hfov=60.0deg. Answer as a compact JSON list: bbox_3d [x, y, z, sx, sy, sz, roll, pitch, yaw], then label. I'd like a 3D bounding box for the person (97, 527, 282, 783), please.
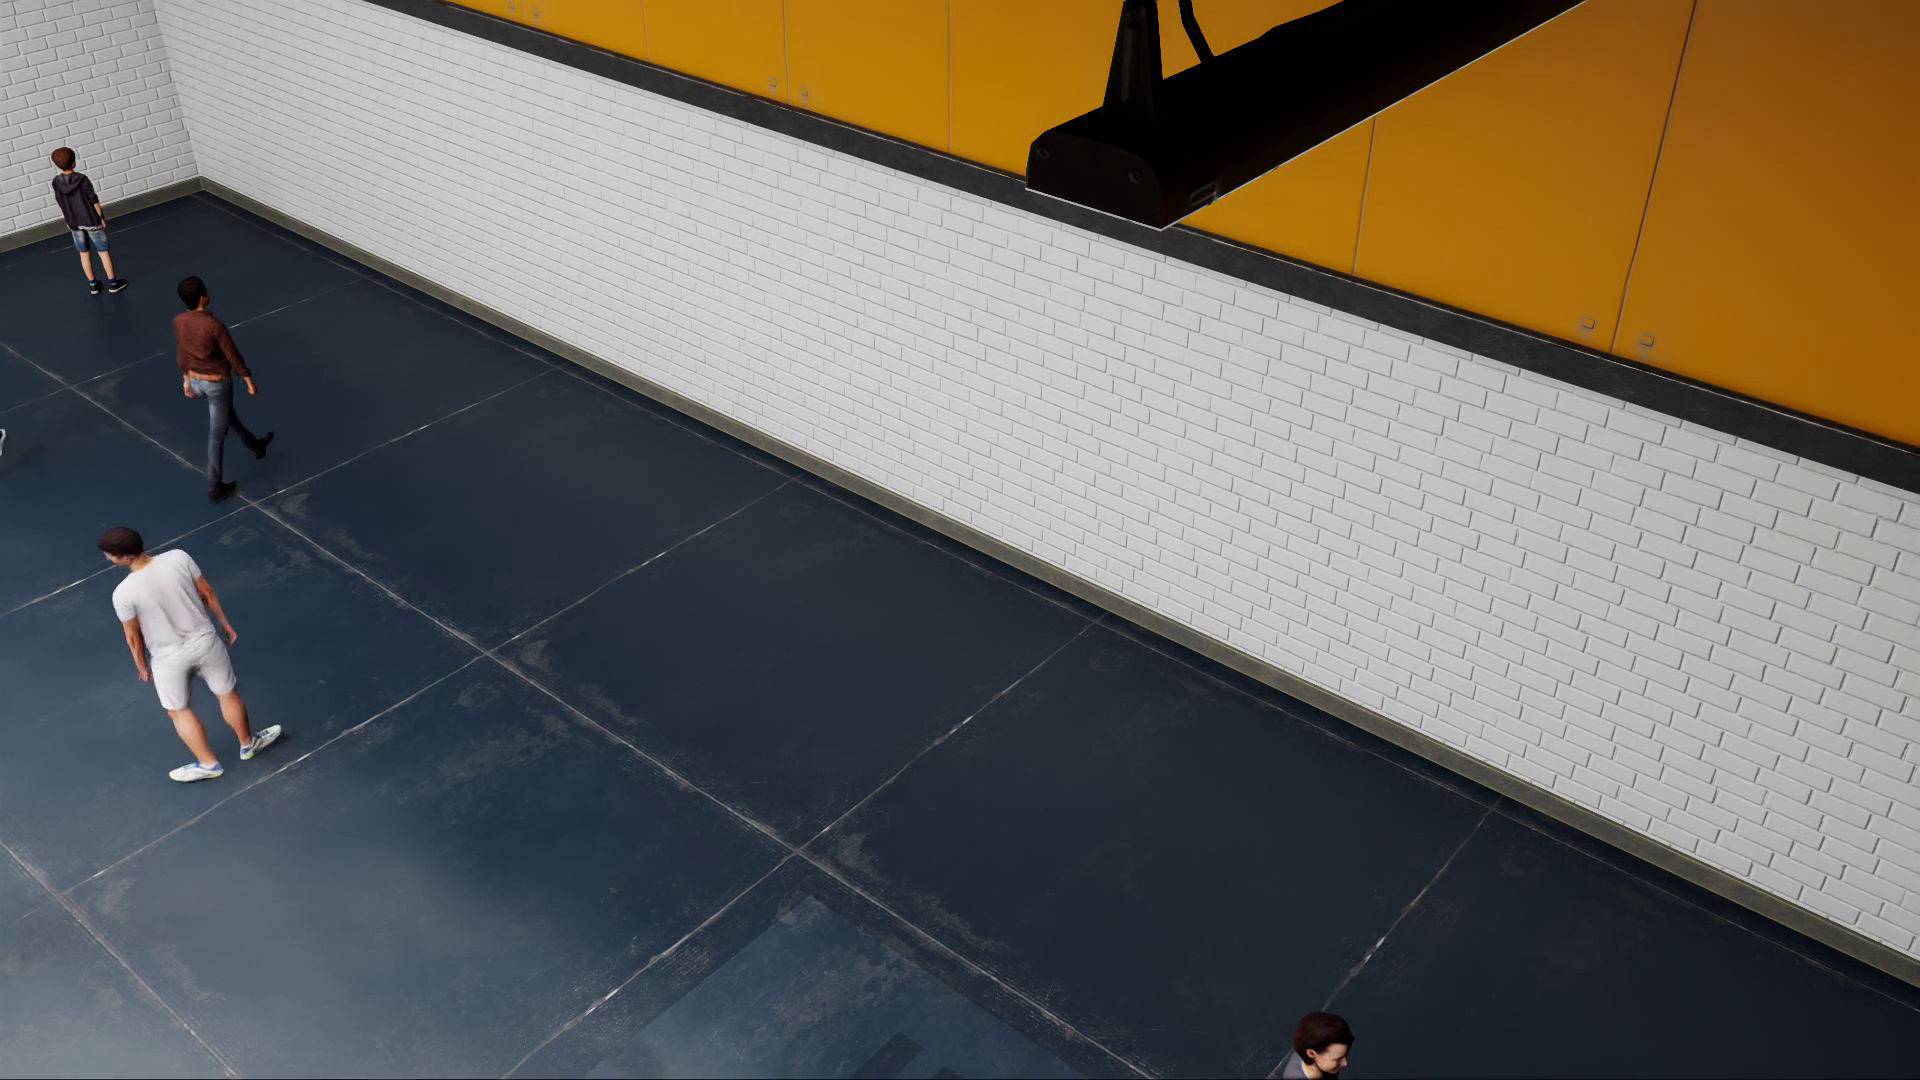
[{"bbox_3d":[-4.614,0.638,10.049,0.466,1.822,0.907,-22,40,-30],"label":"person"}]

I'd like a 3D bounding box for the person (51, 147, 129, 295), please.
[{"bbox_3d":[-8.407,-3.069,15.965,0.622,1.446,0.678,-1,34,-2],"label":"person"}]

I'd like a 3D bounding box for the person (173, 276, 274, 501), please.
[{"bbox_3d":[-5.794,-1.123,12.784,0.906,1.728,1.195,12,35,17],"label":"person"}]

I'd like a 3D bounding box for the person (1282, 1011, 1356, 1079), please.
[{"bbox_3d":[1.423,2.646,7.074,0.738,1.771,0.599,9,35,13],"label":"person"}]
